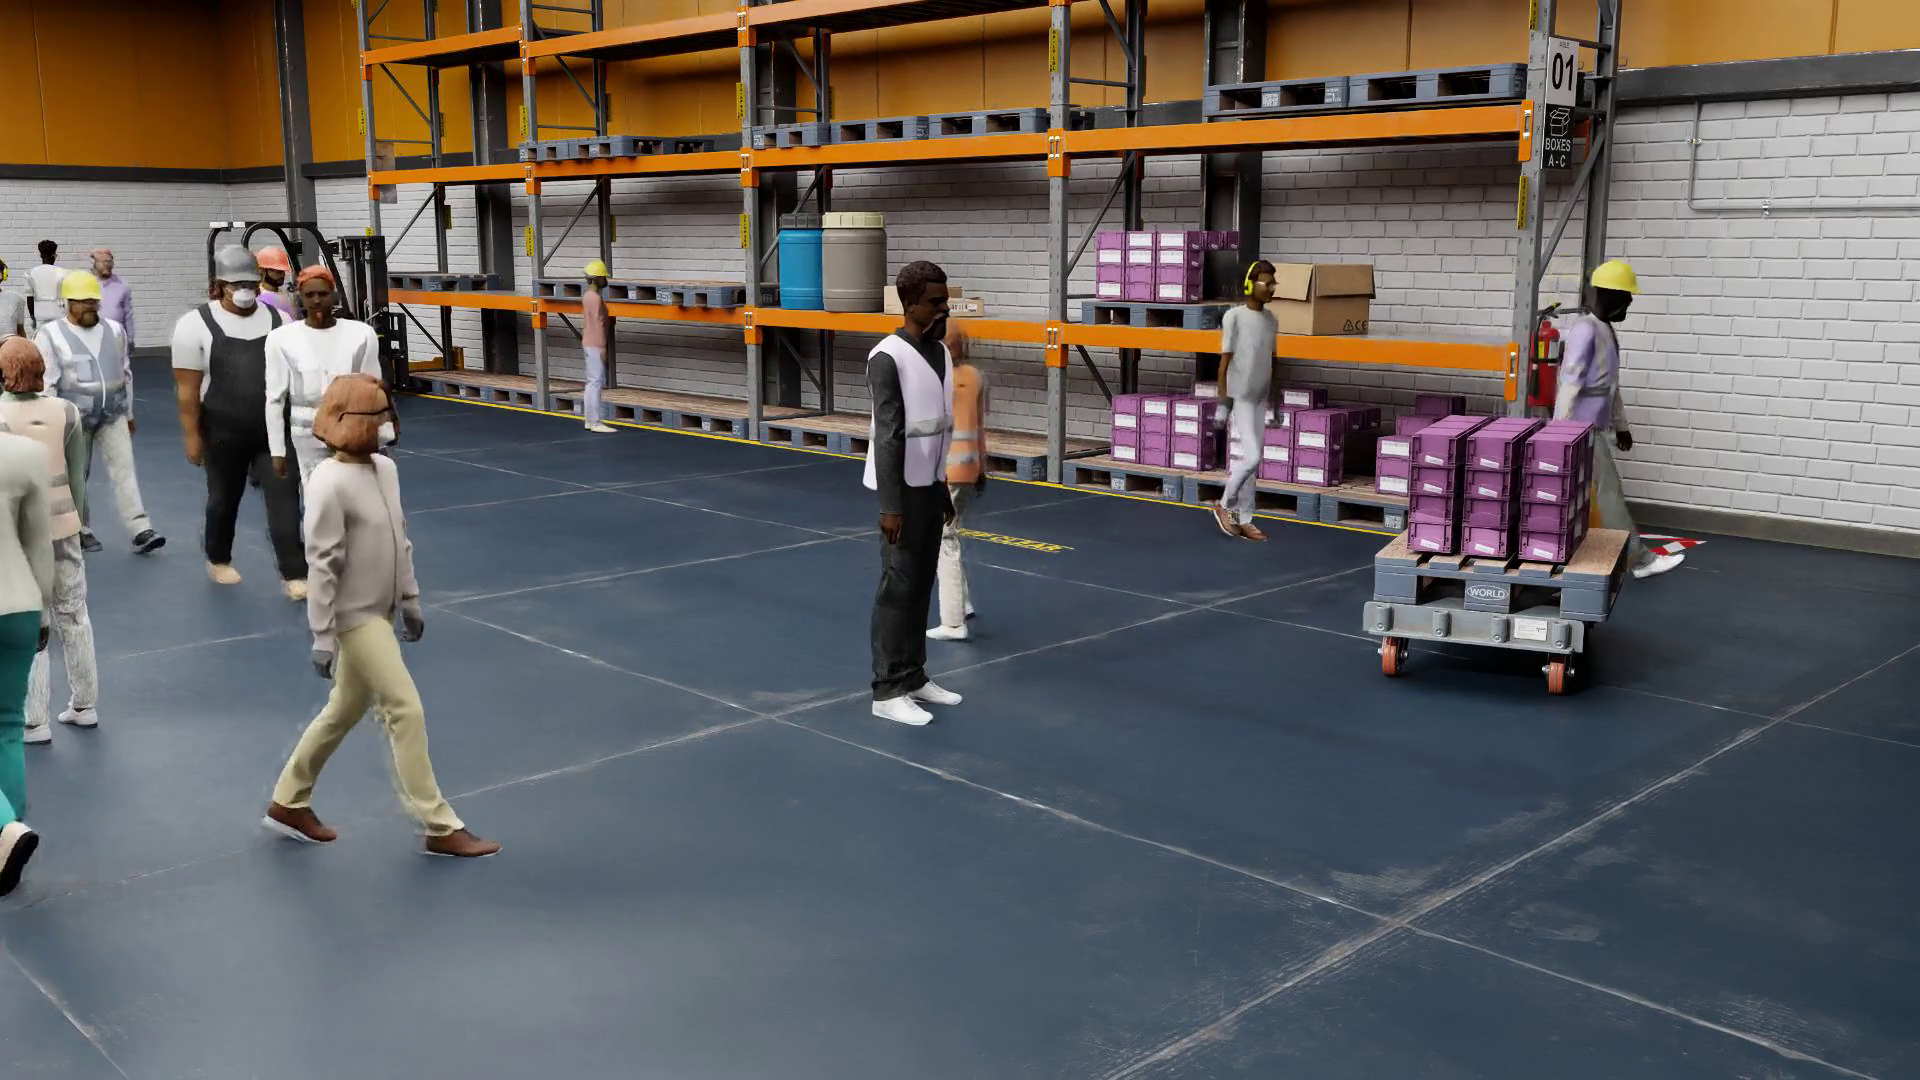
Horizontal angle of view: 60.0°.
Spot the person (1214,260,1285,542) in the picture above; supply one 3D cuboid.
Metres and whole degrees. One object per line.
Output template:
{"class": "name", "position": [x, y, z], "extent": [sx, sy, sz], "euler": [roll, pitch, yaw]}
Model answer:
{"class": "person", "position": [1.935, -0.903, 10.965], "extent": [0.556, 1.857, 0.382], "euler": [-8, 13, -38]}

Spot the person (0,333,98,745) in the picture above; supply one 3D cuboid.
{"class": "person", "position": [-3.703, -0.002, 6.640], "extent": [0.308, 1.645, 0.514], "euler": [4, 11, 21]}

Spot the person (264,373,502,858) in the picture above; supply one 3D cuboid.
{"class": "person", "position": [-1.951, 0.248, 5.412], "extent": [0.832, 1.593, 0.510], "euler": [1, 10, 4]}

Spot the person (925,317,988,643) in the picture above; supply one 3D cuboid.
{"class": "person", "position": [-0.092, -0.299, 8.271], "extent": [0.409, 1.623, 0.526], "euler": [7, 13, 35]}

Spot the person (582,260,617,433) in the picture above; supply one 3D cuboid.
{"class": "person", "position": [-3.721, -1.987, 17.129], "extent": [0.325, 1.767, 0.533], "euler": [-4, 11, -23]}

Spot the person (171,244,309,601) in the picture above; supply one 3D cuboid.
{"class": "person", "position": [-4.056, -0.705, 9.388], "extent": [0.679, 2.000, 1.021], "euler": [-8, 13, -38]}

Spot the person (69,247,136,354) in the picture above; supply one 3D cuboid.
{"class": "person", "position": [-9.147, -2.176, 17.786], "extent": [0.653, 1.893, 0.455], "euler": [-10, 14, -44]}

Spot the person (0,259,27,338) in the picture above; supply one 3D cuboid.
{"class": "person", "position": [-8.200, -1.499, 14.203], "extent": [0.519, 1.865, 0.327], "euler": [-9, 14, -42]}

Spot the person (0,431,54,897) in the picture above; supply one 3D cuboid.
{"class": "person", "position": [-2.949, 0.243, 5.019], "extent": [0.510, 1.751, 0.519], "euler": [7, 13, 34]}

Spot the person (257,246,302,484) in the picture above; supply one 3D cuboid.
{"class": "person", "position": [-5.554, -1.413, 13.541], "extent": [0.378, 1.932, 0.551], "euler": [3, 11, 18]}

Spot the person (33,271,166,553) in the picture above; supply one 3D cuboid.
{"class": "person", "position": [-5.422, -0.778, 10.453], "extent": [0.889, 1.788, 0.626], "euler": [8, 13, 38]}

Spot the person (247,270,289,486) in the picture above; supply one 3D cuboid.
{"class": "person", "position": [-5.525, -1.291, 13.030], "extent": [0.555, 1.872, 1.019], "euler": [-10, 14, -42]}

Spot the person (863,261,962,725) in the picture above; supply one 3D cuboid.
{"class": "person", "position": [-0.206, -0.204, 6.991], "extent": [0.373, 1.917, 0.594], "euler": [4, 11, 22]}

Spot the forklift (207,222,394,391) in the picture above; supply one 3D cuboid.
{"class": "forklift", "position": [-8.169, -2.758, 20.163], "extent": [2.313, 2.155, 1.214], "euler": [-10, 14, -44]}

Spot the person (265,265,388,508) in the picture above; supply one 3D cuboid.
{"class": "person", "position": [-3.335, -0.505, 8.789], "extent": [0.603, 1.855, 0.713], "euler": [-4, 11, -23]}

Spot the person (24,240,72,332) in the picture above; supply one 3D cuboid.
{"class": "person", "position": [-11.718, -2.888, 21.497], "extent": [0.607, 1.966, 0.367], "euler": [-2, 11, -9]}

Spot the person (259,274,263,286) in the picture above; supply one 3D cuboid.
{"class": "person", "position": [-7.675, -2.251, 18.506], "extent": [0.985, 1.792, 0.641], "euler": [-1, 10, -6]}

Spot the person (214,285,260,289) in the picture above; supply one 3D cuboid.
{"class": "person", "position": [-7.615, -2.111, 17.699], "extent": [0.584, 1.812, 0.481], "euler": [1, 10, 6]}

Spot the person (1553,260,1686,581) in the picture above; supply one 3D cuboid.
{"class": "person", "position": [3.778, -0.688, 9.758], "extent": [0.988, 1.865, 0.590], "euler": [5, 12, 27]}
